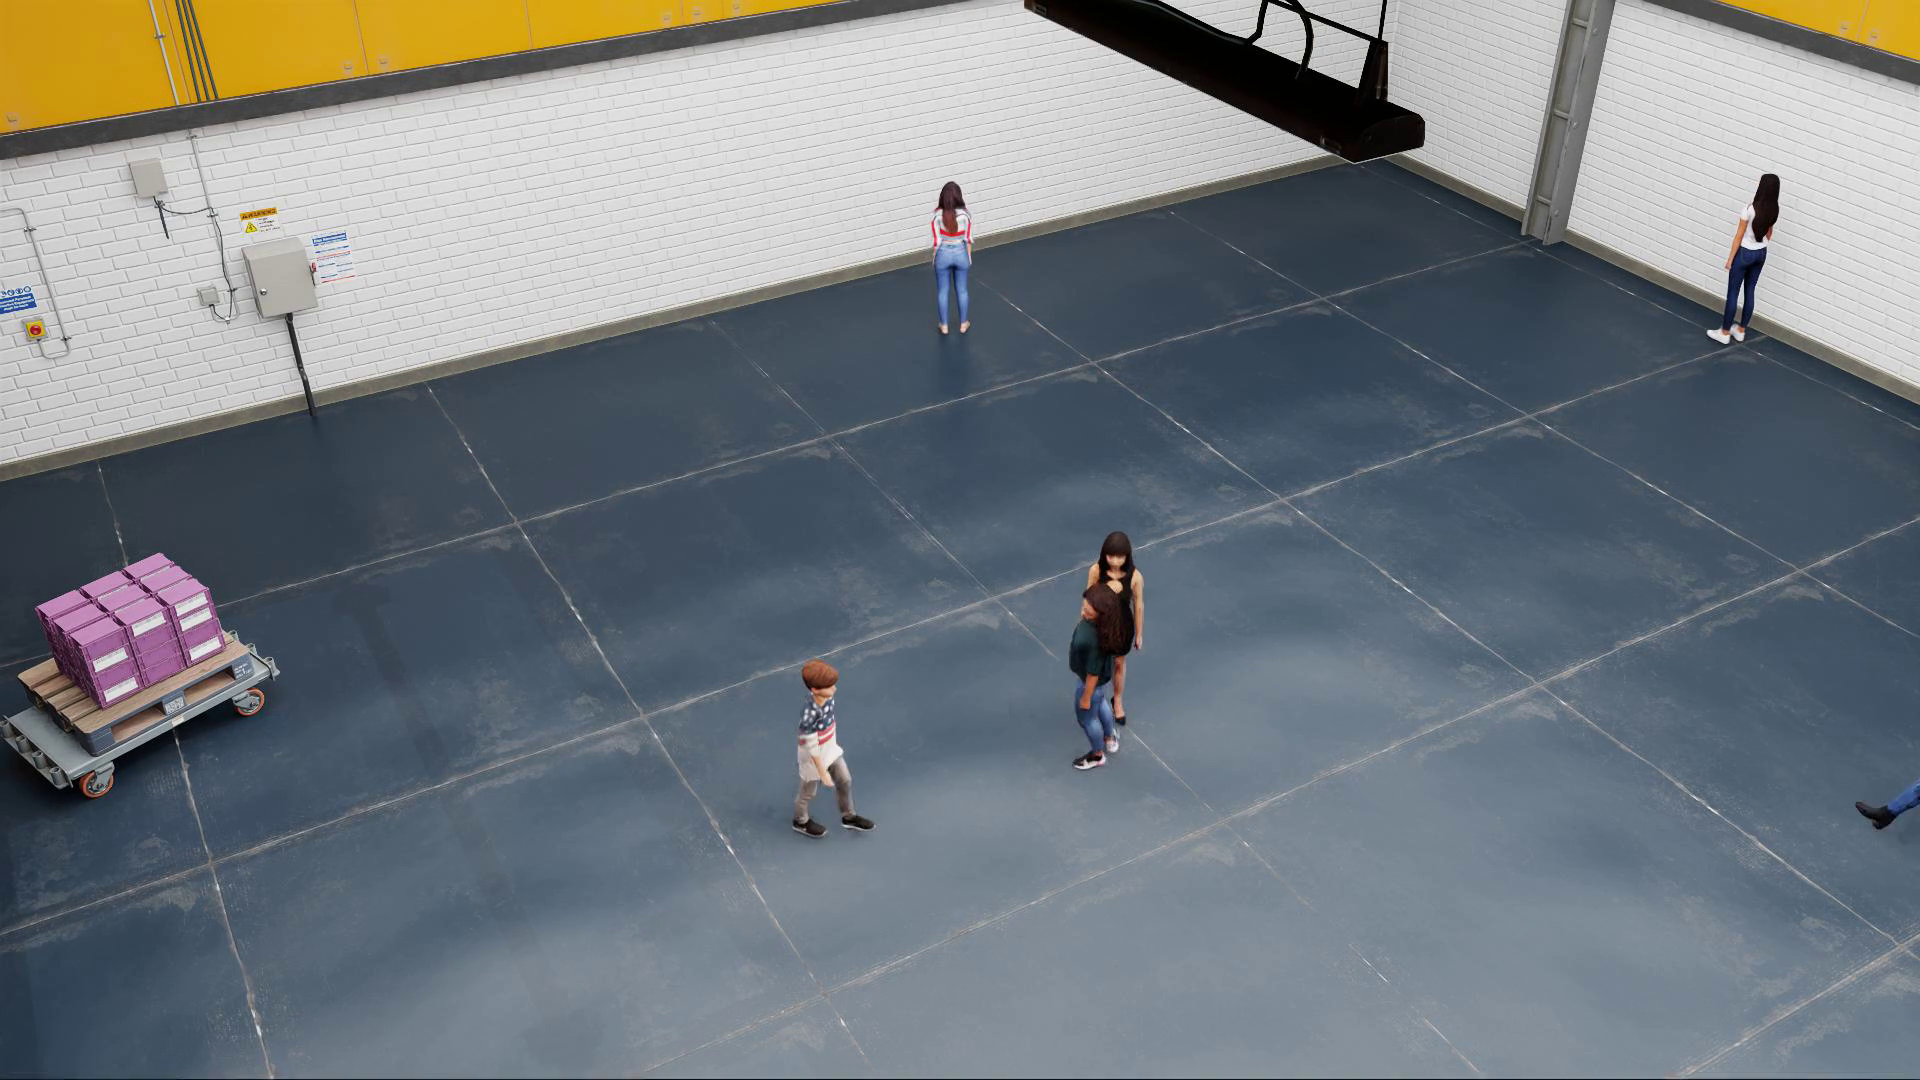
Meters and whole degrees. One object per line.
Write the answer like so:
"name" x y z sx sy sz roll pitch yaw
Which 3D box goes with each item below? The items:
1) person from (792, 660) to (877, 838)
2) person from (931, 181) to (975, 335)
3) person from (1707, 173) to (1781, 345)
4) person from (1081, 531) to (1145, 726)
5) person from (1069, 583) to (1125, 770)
"person" -0.978 1.357 10.775 0.865 1.418 0.771 14 36 20
"person" -0.084 -2.889 16.987 0.663 1.612 0.659 -2 34 -2
"person" 7.959 -2.831 16.755 0.622 1.773 0.573 -10 35 -15
"person" 1.066 0.609 11.696 0.687 1.645 0.747 6 34 9
"person" 0.931 0.911 11.287 0.911 1.593 0.843 14 36 20
